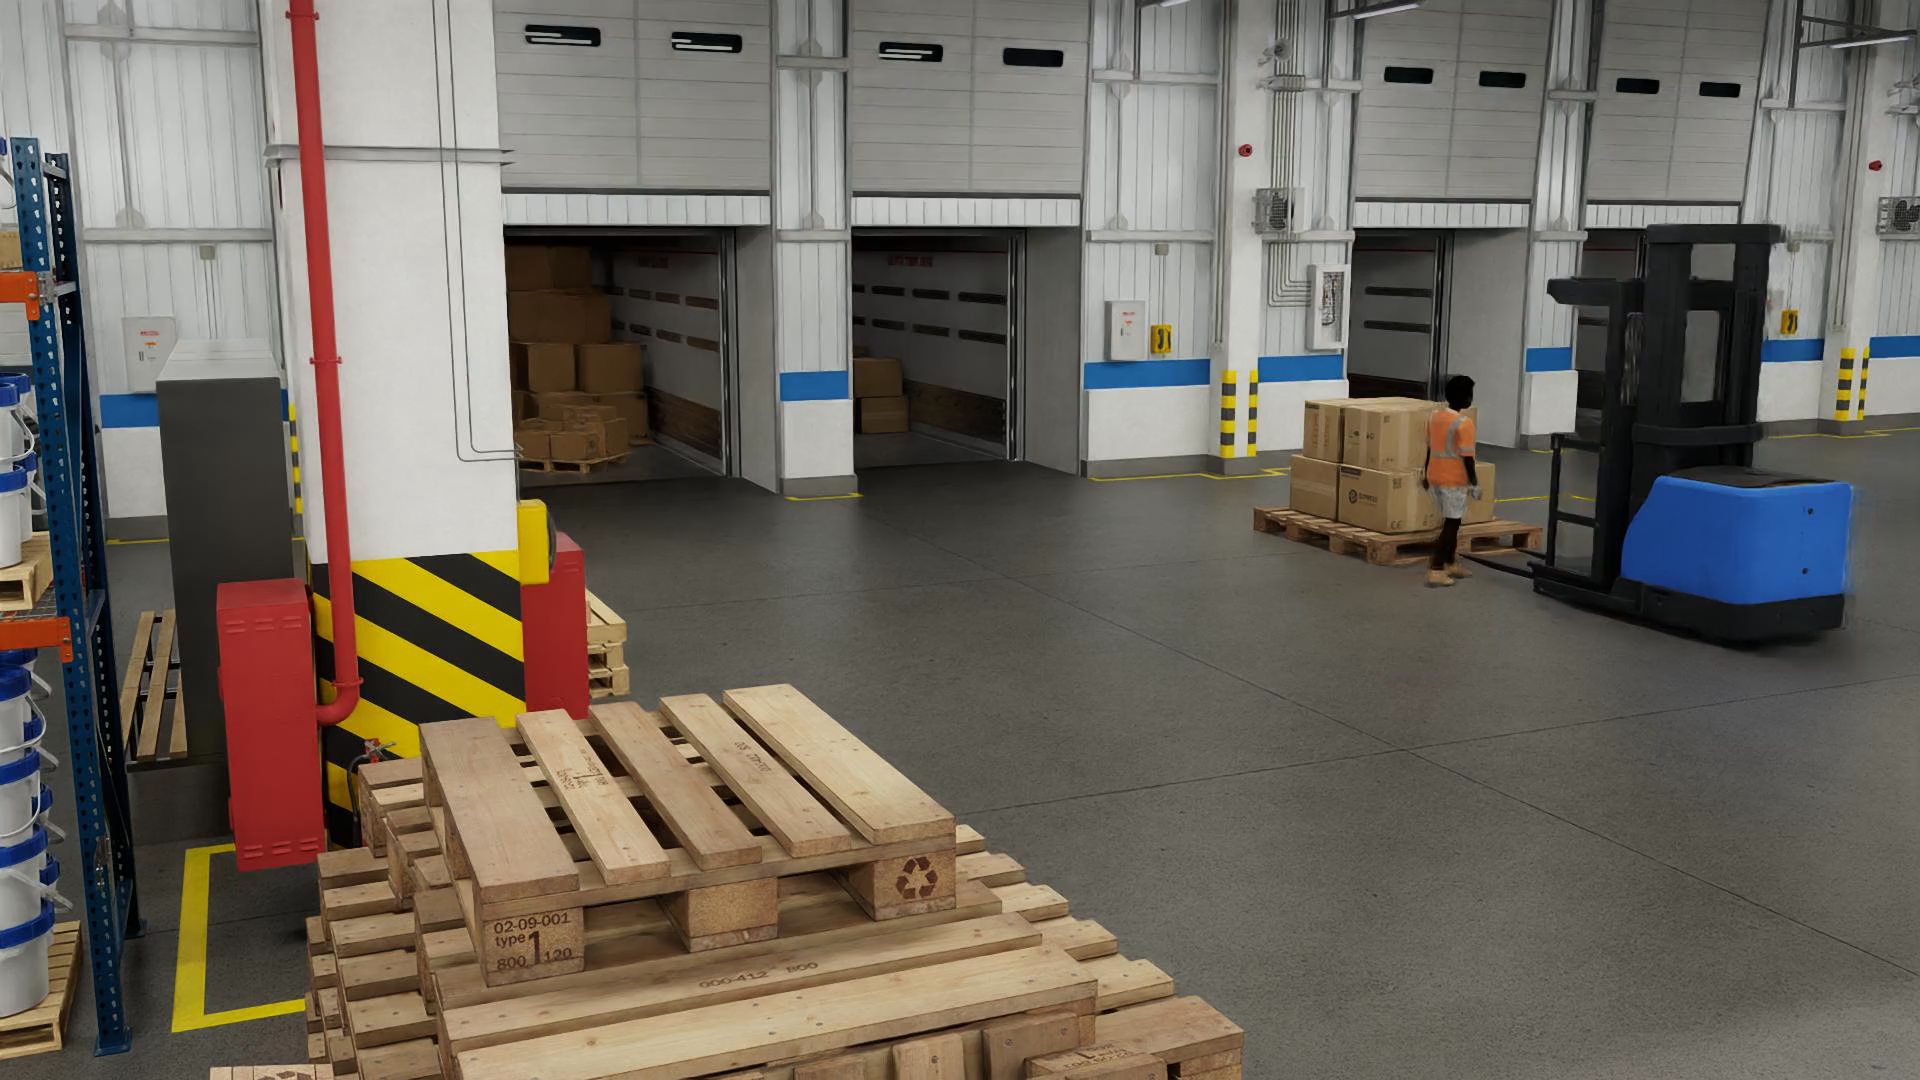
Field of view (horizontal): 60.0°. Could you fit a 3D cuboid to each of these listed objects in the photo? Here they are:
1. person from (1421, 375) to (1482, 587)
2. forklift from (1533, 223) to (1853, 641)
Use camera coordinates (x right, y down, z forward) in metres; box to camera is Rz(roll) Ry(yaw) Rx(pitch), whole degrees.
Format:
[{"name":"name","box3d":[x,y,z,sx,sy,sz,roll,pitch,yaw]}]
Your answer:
[{"name":"person","box3d":[3.923,-0.462,13.073,0.617,1.664,0.573,-3,11,-16]},{"name":"forklift","box3d":[5.253,-0.840,11.814,1.129,2.768,1.873,-4,11,-23]}]
